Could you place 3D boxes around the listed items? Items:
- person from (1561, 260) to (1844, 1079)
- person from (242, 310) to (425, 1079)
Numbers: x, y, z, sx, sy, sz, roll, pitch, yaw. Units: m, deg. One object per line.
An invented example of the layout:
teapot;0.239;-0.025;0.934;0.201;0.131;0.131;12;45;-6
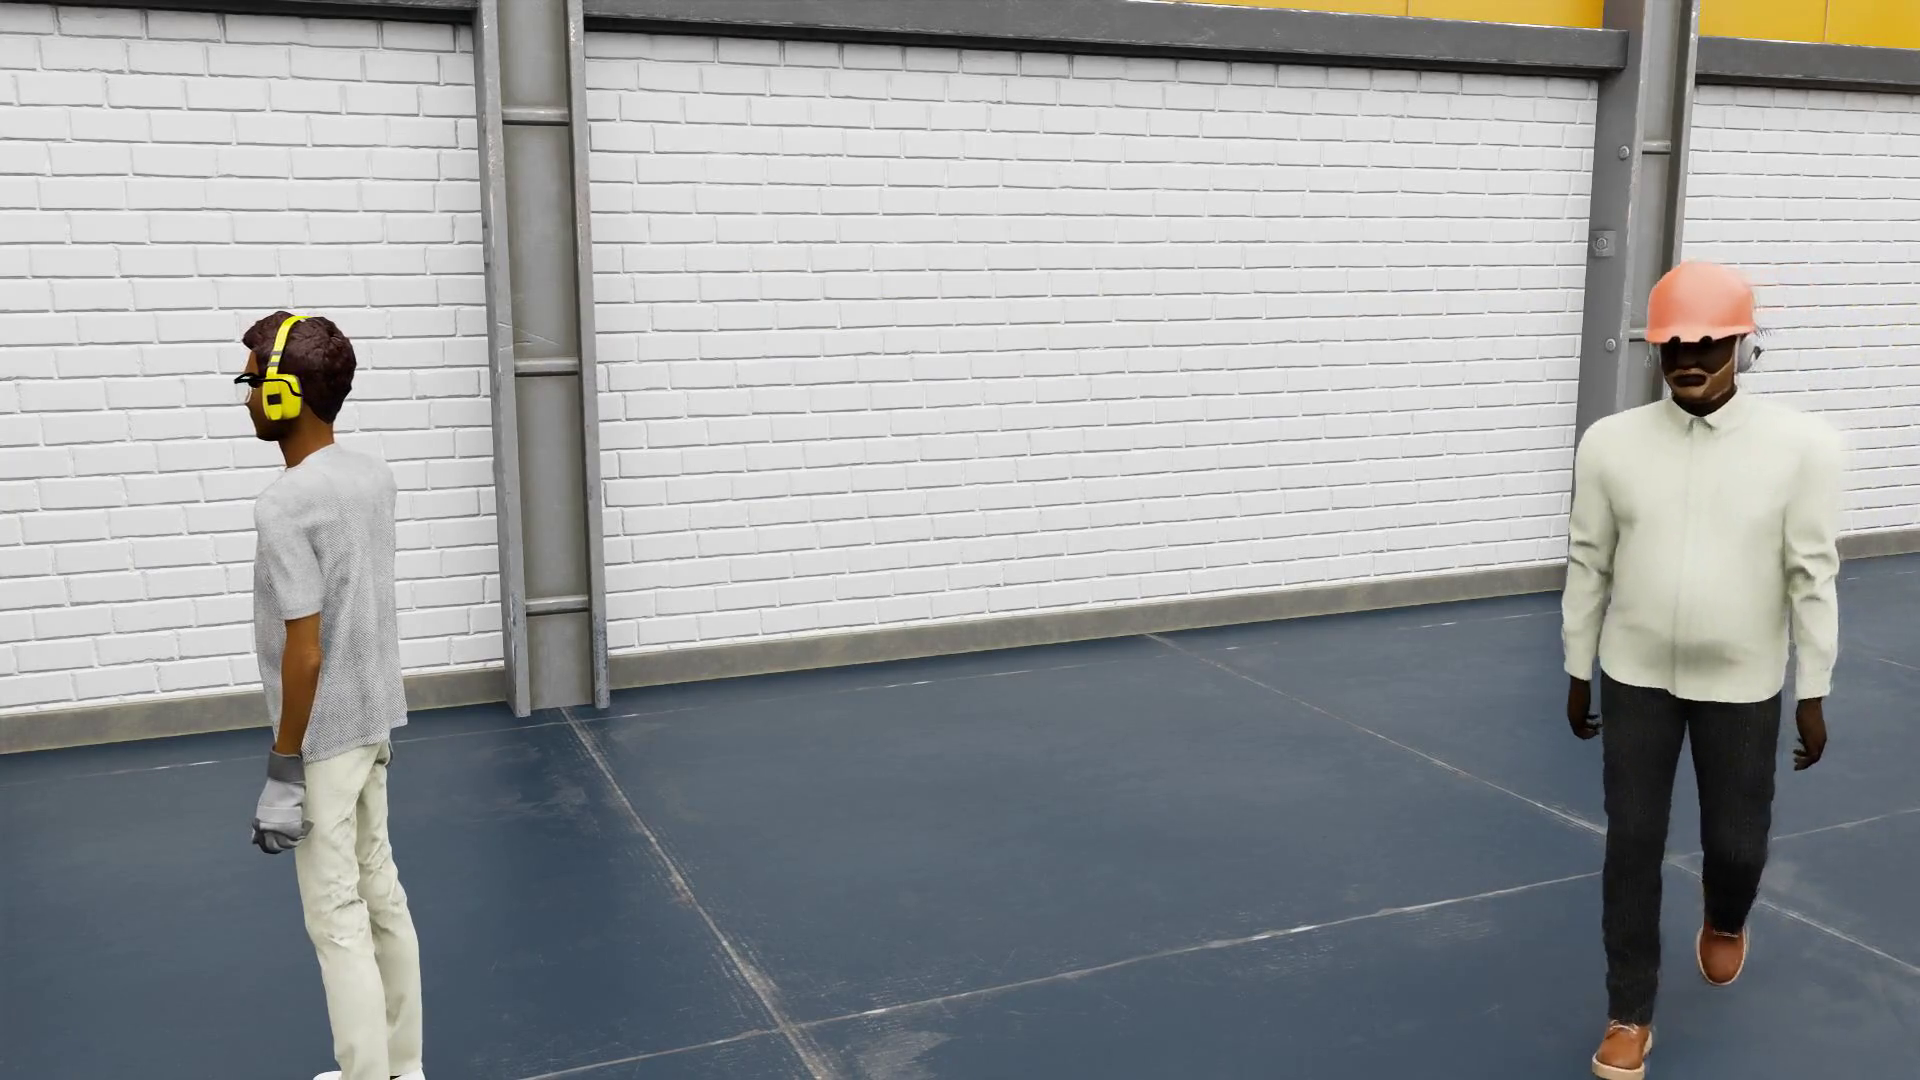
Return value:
person;1.803;0.307;4.090;0.632;1.974;0.659;6;12;31
person;-1.388;0.443;3.632;0.328;1.872;0.514;0;10;2
